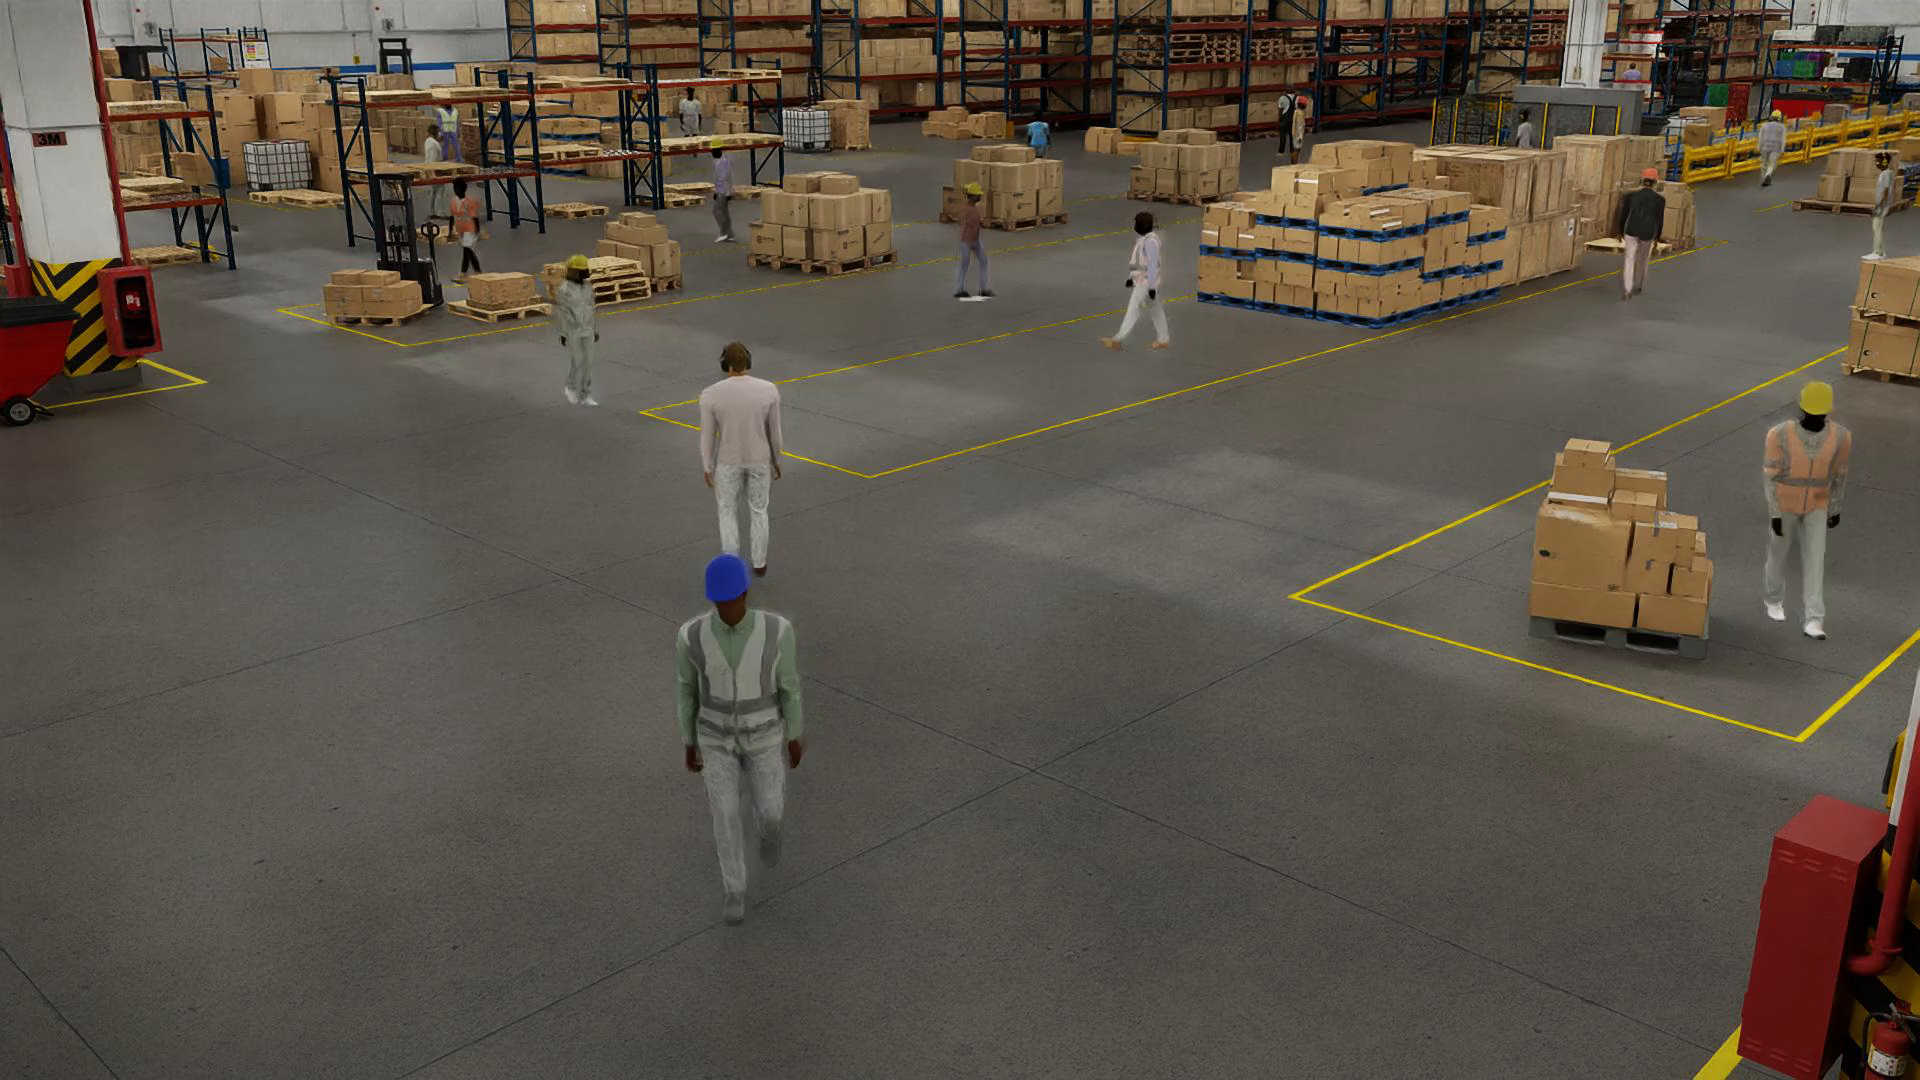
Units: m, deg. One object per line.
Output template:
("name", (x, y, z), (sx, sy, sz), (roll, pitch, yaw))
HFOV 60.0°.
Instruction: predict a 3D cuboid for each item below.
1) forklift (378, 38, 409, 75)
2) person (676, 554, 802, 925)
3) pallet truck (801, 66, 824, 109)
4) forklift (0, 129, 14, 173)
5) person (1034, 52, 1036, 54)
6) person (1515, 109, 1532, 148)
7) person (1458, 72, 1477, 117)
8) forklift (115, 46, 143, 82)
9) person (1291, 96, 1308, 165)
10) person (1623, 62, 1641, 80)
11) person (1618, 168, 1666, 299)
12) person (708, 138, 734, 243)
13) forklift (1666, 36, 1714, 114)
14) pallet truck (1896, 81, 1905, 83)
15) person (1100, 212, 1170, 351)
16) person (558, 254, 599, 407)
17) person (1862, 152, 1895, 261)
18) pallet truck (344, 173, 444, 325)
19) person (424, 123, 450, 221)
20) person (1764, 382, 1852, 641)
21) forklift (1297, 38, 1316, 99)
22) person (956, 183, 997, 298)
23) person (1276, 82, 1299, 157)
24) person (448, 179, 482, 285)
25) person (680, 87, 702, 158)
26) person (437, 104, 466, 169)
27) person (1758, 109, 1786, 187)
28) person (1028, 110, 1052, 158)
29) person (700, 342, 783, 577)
("forklift", (-20.304, -16.625, 59.872), (1.129, 2.768, 1.873), (-4, 19, -12))
("person", (-1.108, 0.954, 8.393), (0.623, 1.926, 0.606), (0, 18, -1))
("pallet truck", (-4.812, -15.182, 56.903), (0.823, 1.965, 1.885), (-9, 21, -26))
("forklift", (-24.026, -10.894, 42.605), (1.129, 2.768, 1.873), (17, 25, 41))
("person", (3.817, -22.991, 80.446), (0.639, 1.983, 0.441), (17, 25, 41))
("person", (13.083, -9.081, 38.752), (0.550, 1.848, 0.438), (-16, 24, -40))
("person", (18.669, -16.347, 61.063), (0.894, 1.580, 0.518), (10, 21, 27))
("forklift", (-25.769, -13.963, 51.850), (1.129, 2.768, 1.873), (17, 25, 41))
("person", (8.647, -10.322, 42.356), (0.373, 1.934, 0.551), (0, 18, -1))
("person", (24.700, -16.611, 61.300), (0.632, 1.940, 0.372), (1, 18, 2))
("person", (10.326, -4.653, 25.249), (0.607, 1.959, 0.994), (6, 19, 18))
("person", (-4.451, -6.451, 30.729), (0.572, 1.904, 0.617), (-7, 20, -21))
("forklift", (27.341, -17.291, 61.877), (1.129, 2.768, 1.873), (17, 25, 41))
("pallet truck", (34.802, -16.331, 61.455), (0.653, 1.274, 1.630), (17, 25, 41))
("person", (2.326, -3.341, 21.541), (0.949, 1.792, 0.640), (1, 18, 2))
("person", (-4.237, -2.334, 18.606), (0.359, 1.730, 0.511), (15, 24, 38))
("person", (15.948, -5.770, 28.775), (0.455, 1.849, 0.563), (8, 20, 23))
("pallet truck", (-8.209, -4.181, 23.757), (0.823, 1.965, 1.885), (3, 19, 9))
("person", (-10.616, -7.458, 33.735), (0.401, 1.940, 0.628), (-9, 20, -25))
("person", (6.095, -0.219, 12.010), (0.600, 1.873, 0.977), (4, 19, 12))
("forklift", (12.488, -16.623, 59.865), (1.129, 2.768, 1.873), (17, 25, 41))
("person", (0.254, -4.508, 25.150), (0.743, 1.742, 0.533), (10, 21, 28))
("person", (9.168, -11.788, 46.611), (0.688, 2.000, 0.539), (-6, 19, -16))
("person", (-7.927, -4.900, 26.454), (0.552, 1.650, 0.861), (10, 21, 29))
("person", (-7.482, -11.617, 46.236), (0.631, 1.946, 0.558), (-4, 19, -11))
("person", (-13.297, -10.607, 43.331), (0.618, 1.863, 1.026), (-15, 24, -38))
("person", (19.166, -9.255, 39.323), (0.603, 1.815, 0.510), (14, 23, 37))
("person", (1.974, -9.755, 41.058), (0.550, 1.660, 0.783), (6, 19, 17))
("person", (-1.714, -0.612, 13.134), (0.643, 1.922, 0.438), (-4, 19, -12))
